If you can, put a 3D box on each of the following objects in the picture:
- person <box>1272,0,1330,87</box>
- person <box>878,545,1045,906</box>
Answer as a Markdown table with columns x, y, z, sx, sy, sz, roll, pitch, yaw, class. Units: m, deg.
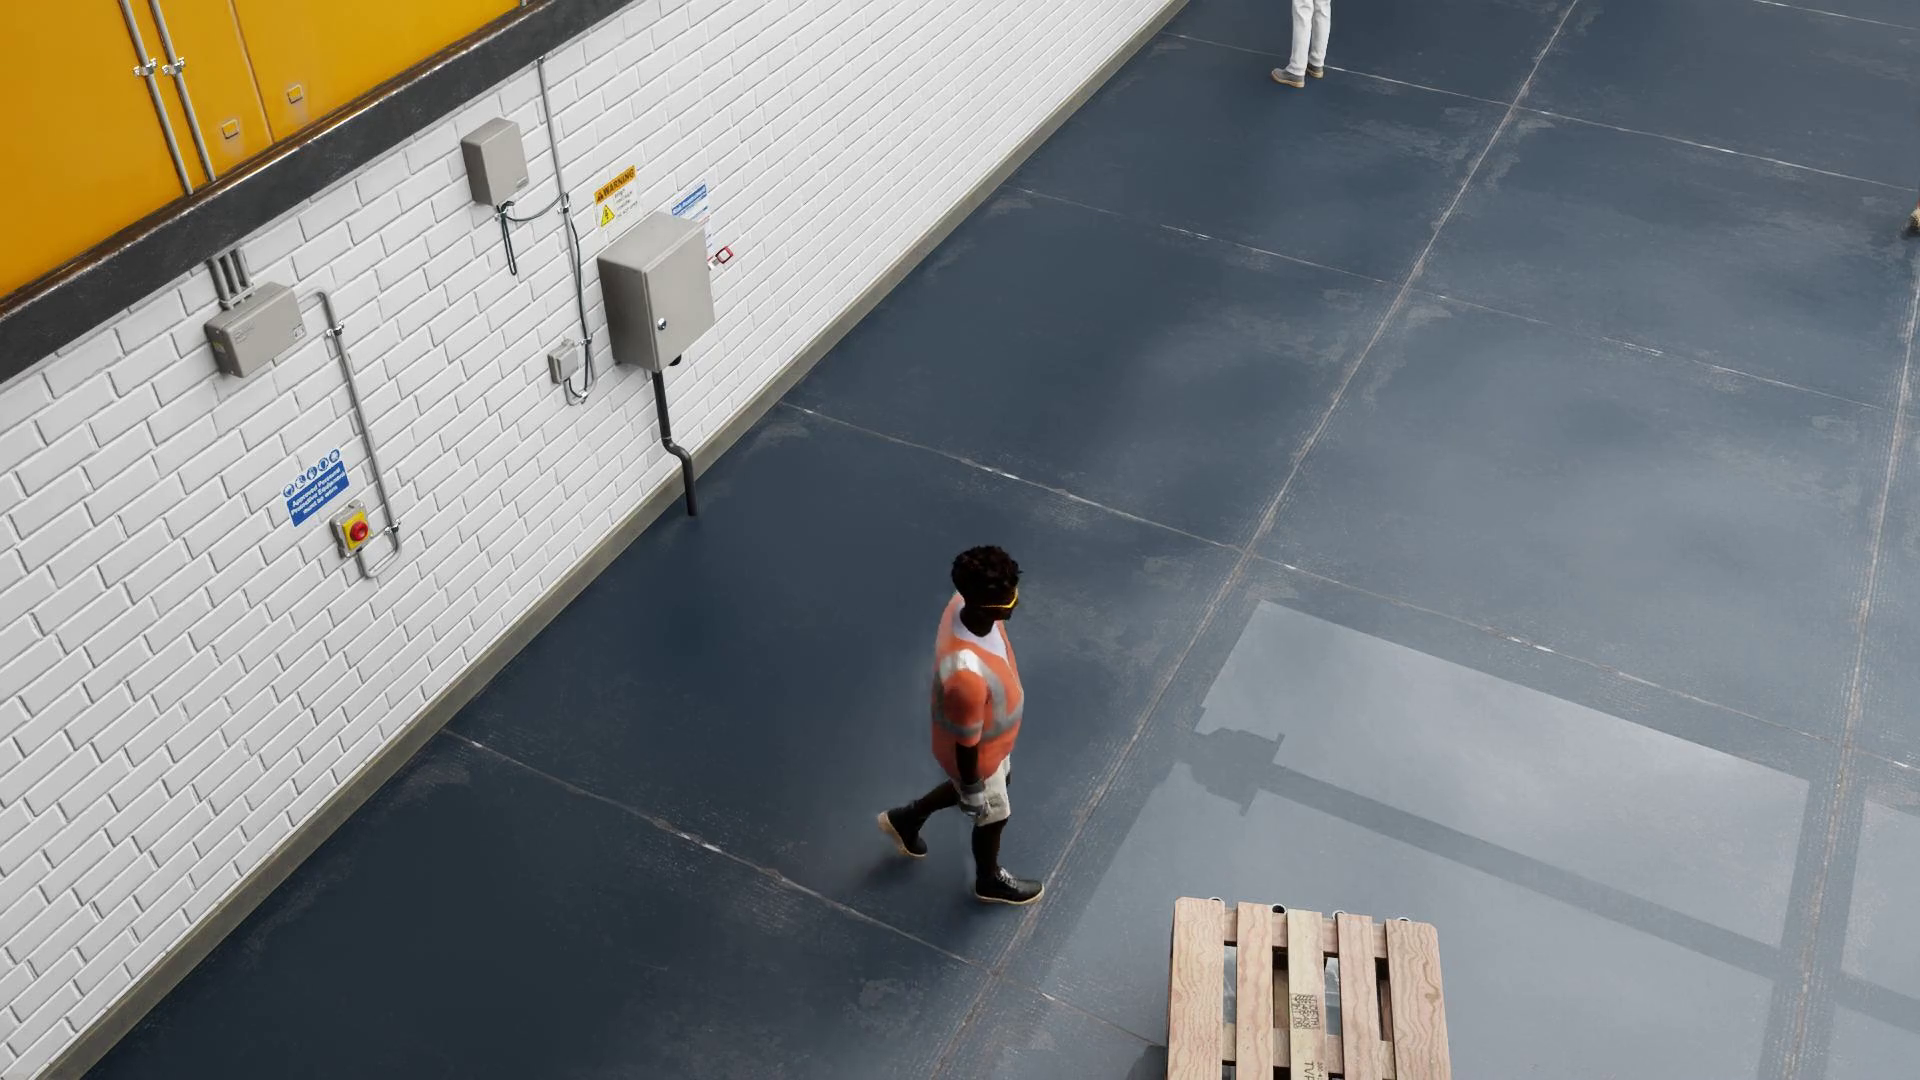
| x | y | z | sx | sy | sz | roll | pitch | yaw | class |
| --- | --- | --- | --- | --- | --- | --- | --- | --- | --- |
| 2.706 | -4.412 | 12.716 | 0.583 | 1.882 | 0.337 | -30 | 49 | -30 | person |
| 0.012 | 0.776 | 6.654 | 0.640 | 1.949 | 0.610 | 3 | 41 | 4 | person |
